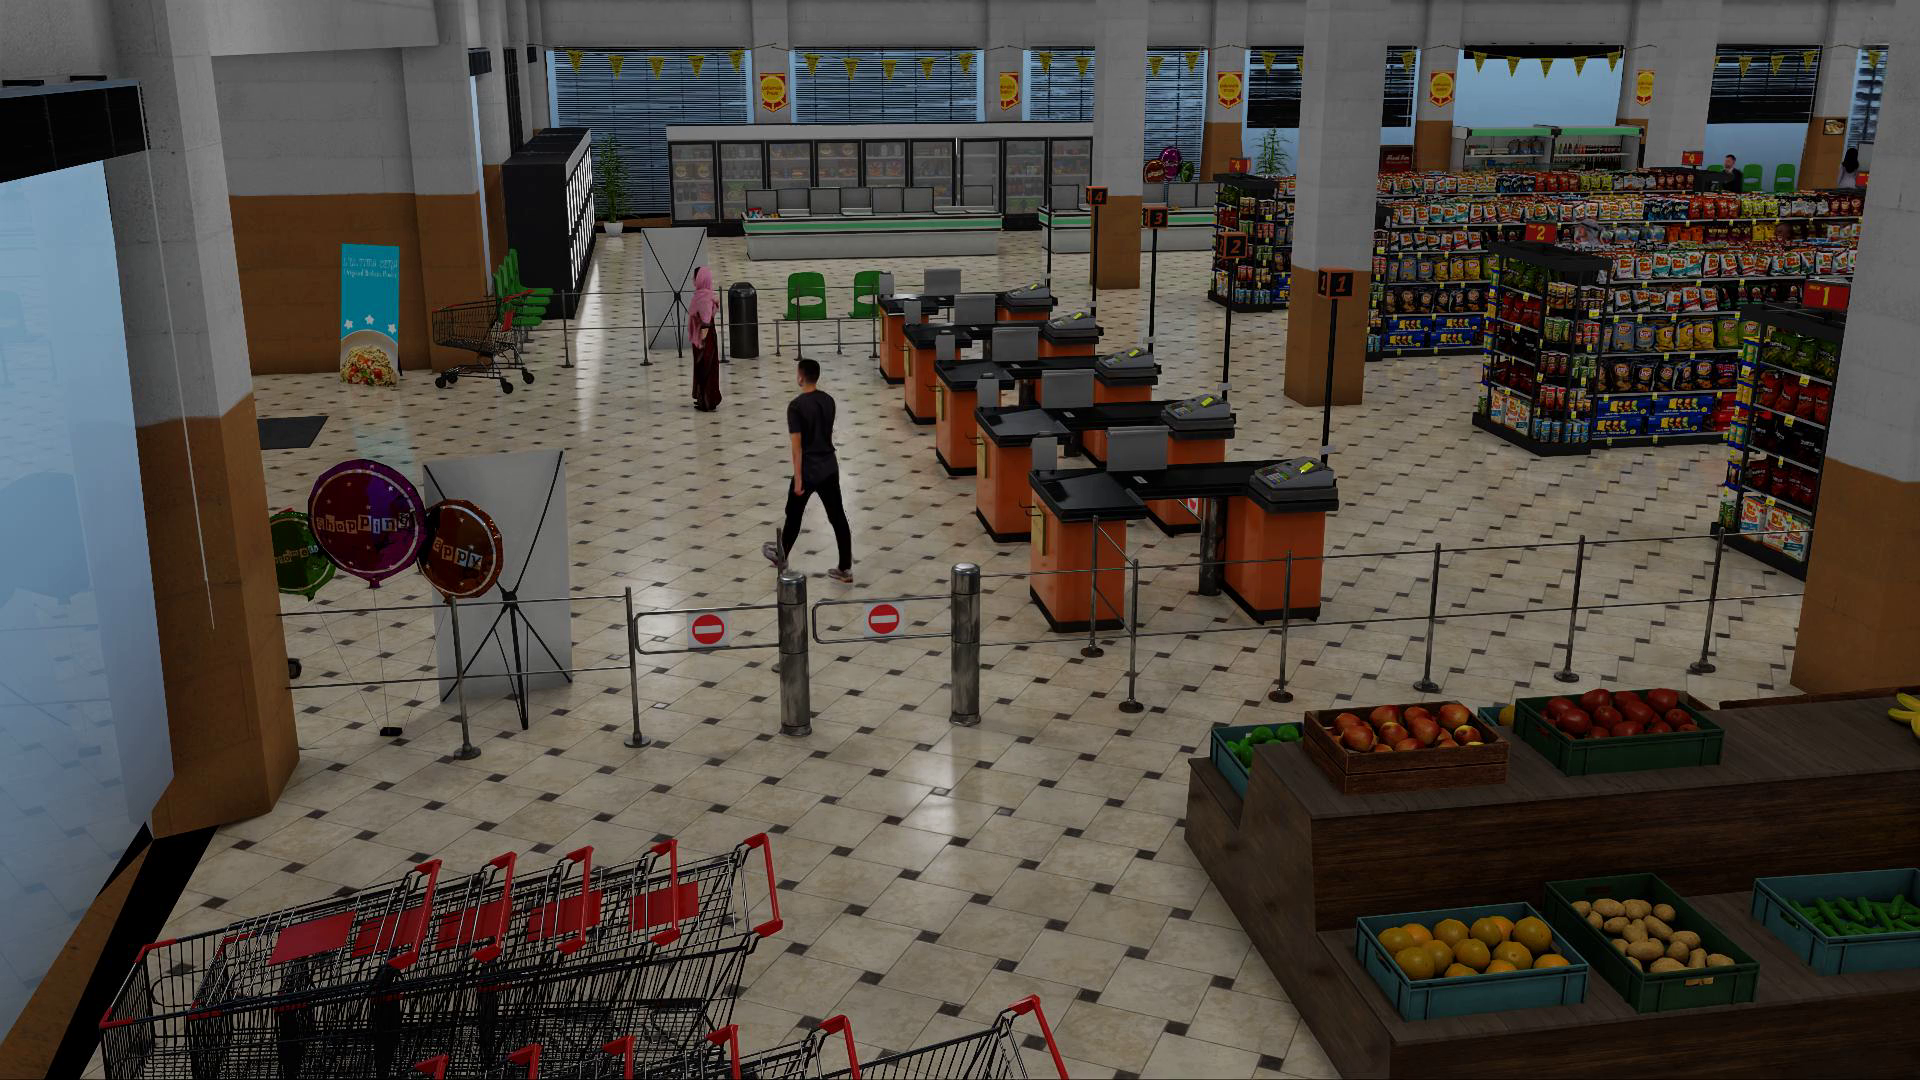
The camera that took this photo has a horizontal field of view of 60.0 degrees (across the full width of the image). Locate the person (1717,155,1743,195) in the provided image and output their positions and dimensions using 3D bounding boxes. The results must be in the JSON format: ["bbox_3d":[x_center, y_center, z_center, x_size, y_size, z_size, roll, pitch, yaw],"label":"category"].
[{"bbox_3d":[15.461,-6.795,33.411,0.806,1.822,0.772,-8,19,-24],"label":"person"}]

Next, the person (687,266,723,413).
[{"bbox_3d":[-2.908,-2.305,18.941,0.575,1.637,0.644,-3,17,-10],"label":"person"}]

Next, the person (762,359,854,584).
[{"bbox_3d":[-1.054,-0.482,12.810,1.130,1.711,1.168,16,23,42],"label":"person"}]

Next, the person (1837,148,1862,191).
[{"bbox_3d":[19.687,-7.809,36.898,0.606,1.735,0.741,4,17,14],"label":"person"}]
